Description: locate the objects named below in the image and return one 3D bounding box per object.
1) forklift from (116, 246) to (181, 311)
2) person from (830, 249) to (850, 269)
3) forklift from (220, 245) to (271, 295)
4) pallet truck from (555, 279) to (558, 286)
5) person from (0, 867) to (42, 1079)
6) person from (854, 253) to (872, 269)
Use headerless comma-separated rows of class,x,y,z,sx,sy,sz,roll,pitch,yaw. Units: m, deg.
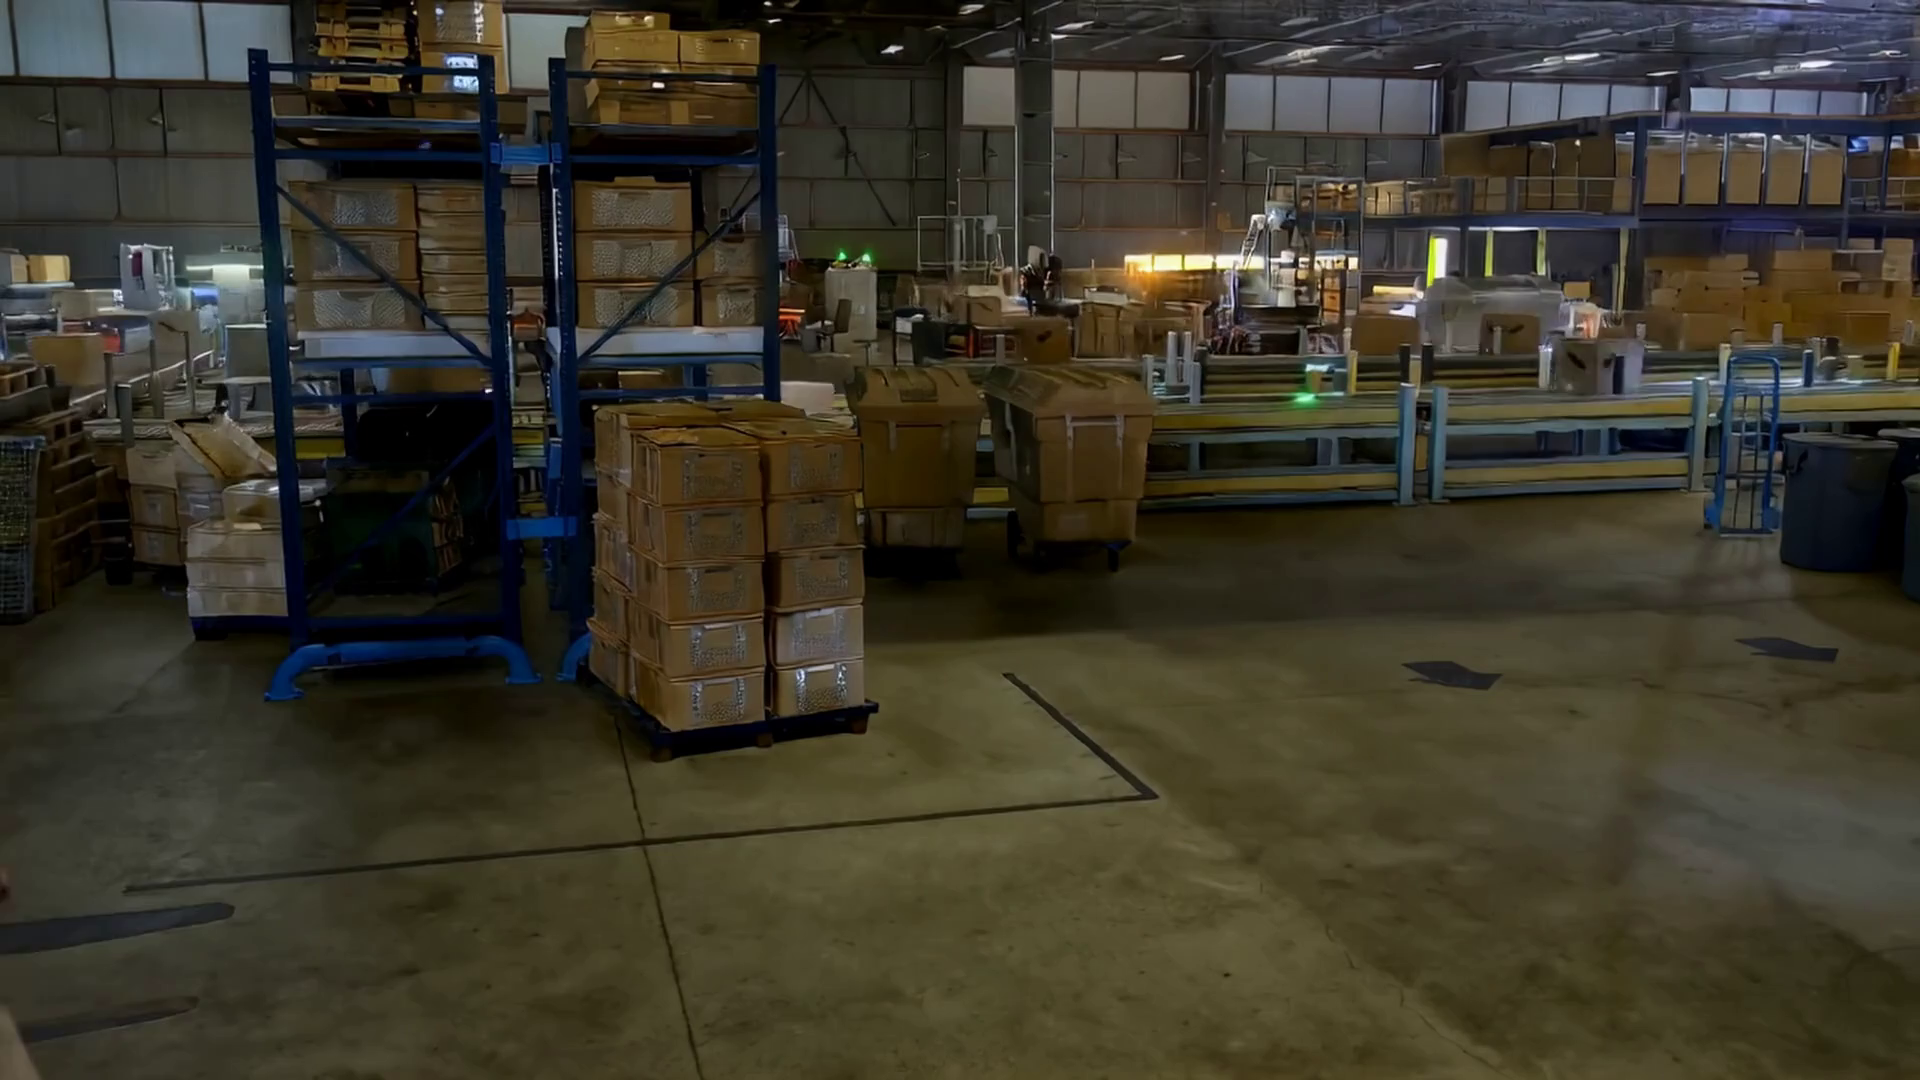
forklift,-19.966,-6.232,40.894,1.157,1.987,2.680,-3,10,-15
person,-3.443,-7.390,48.168,0.605,2.045,0.378,2,10,13
forklift,-17.749,-6.334,41.440,1.157,1.987,2.680,-3,10,-17
pallet truck,-10.604,-6.375,44.520,0.653,1.274,1.630,-3,10,-15
person,-2.063,0.668,3.268,0.936,1.778,0.604,-6,12,-31
person,-2.907,-7.793,50.839,0.643,1.909,0.410,5,11,26
